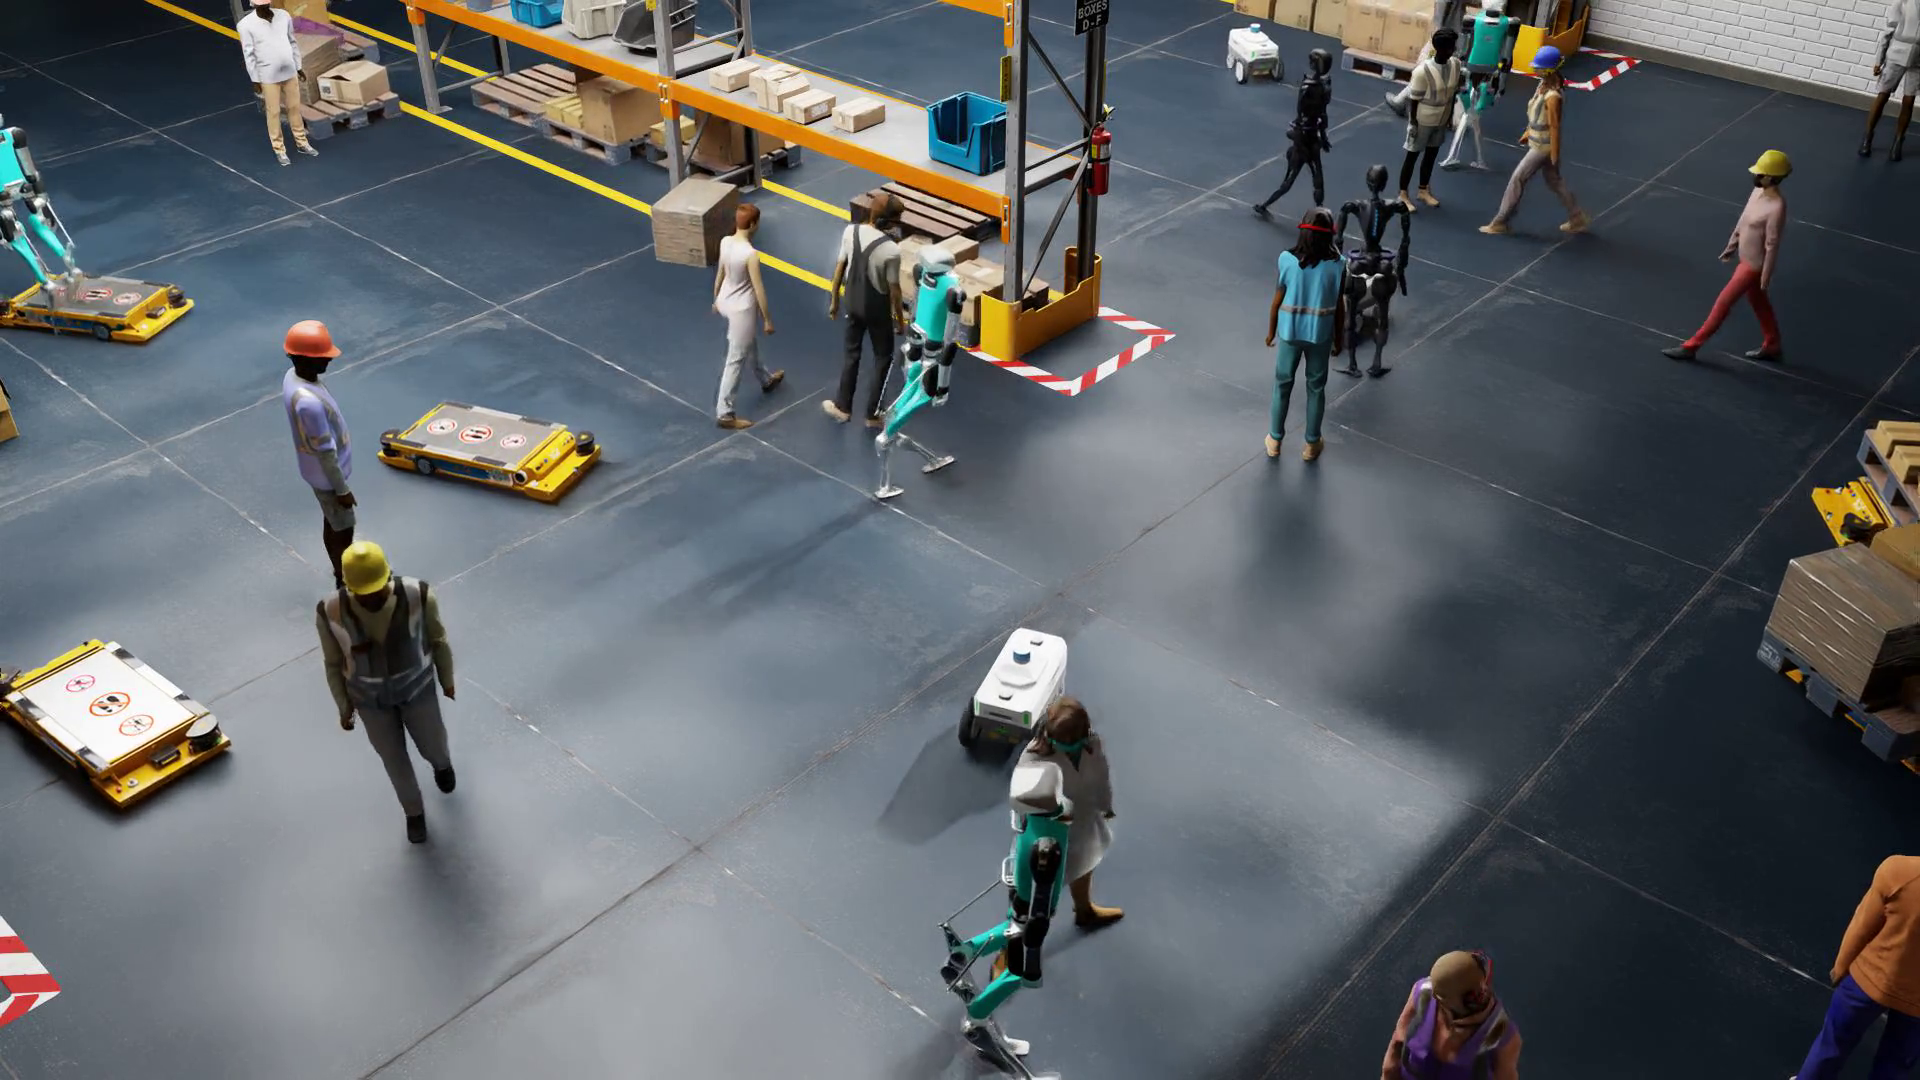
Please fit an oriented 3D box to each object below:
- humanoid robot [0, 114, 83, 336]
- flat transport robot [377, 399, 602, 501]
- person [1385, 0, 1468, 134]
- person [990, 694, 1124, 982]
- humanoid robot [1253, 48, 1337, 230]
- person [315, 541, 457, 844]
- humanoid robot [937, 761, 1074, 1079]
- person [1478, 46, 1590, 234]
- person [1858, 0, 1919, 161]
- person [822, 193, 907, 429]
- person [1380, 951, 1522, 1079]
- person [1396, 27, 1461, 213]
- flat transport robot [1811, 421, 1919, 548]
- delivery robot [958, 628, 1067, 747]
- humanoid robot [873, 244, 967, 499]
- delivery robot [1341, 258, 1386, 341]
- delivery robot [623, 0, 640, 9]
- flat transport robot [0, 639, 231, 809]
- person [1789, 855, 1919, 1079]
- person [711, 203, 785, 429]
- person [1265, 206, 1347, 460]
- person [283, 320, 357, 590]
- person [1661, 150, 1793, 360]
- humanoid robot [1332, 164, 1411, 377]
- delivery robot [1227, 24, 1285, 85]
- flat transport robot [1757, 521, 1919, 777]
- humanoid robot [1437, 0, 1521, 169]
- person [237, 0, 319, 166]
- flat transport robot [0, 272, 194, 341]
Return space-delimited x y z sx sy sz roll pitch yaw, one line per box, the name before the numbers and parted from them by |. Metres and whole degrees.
humanoid robot | -7.254 -2.417 13.091 0.761 1.862 0.530 20 39 26
flat transport robot | -3.326 -0.644 11.743 1.431 0.231 0.659 12 36 17
person | 4.856 -5.088 16.799 0.566 1.839 1.015 -19 39 -26
person | 0.506 1.319 7.696 0.786 1.640 0.344 -20 39 -26
humanoid robot | 3.066 -3.567 14.783 0.772 1.628 0.608 23 41 29
person | -2.852 0.738 8.384 0.599 1.815 0.446 -11 36 -15
humanoid robot | 0.128 1.658 7.102 0.678 1.790 0.535 1 35 2
person | 5.200 -3.467 14.573 0.946 1.734 0.486 7 35 9
person | 9.147 -4.636 16.076 0.546 1.923 0.386 15 37 20
person | -0.703 -1.634 11.834 0.714 1.810 0.369 19 39 26
person | 1.860 2.204 6.406 0.787 1.643 0.502 -29 44 -35
person | 4.263 -3.810 15.077 0.534 1.692 0.320 -18 38 -24
flat transport robot | 6.493 -0.130 10.999 1.431 0.231 0.659 4 35 5
delivery robot | 0.338 0.844 9.330 0.499 0.589 0.784 13 37 17
humanoid robot | -0.409 -1.064 11.073 0.870 1.754 0.539 -19 39 -26
delivery robot | 3.146 -1.994 13.437 0.767 0.583 0.499 -27 43 -34
delivery robot | -3.856 -6.617 20.118 0.745 0.565 0.499 14 37 20
flat transport robot | -4.820 0.982 9.388 1.431 0.231 0.659 24 41 31
person | 3.821 1.783 6.735 0.515 1.973 0.404 18 38 24
person | -1.526 -1.654 12.032 0.864 1.595 0.542 -27 43 -33
person | 2.372 -1.399 11.432 0.527 1.866 0.390 9 36 12
person | -3.757 -0.431 9.977 0.378 1.927 0.542 -17 38 -23
person | 6.018 -2.138 12.626 0.916 1.716 0.540 5 35 7
humanoid robot | 3.081 -2.018 12.499 0.591 1.648 0.343 4 35 6
delivery robot | 3.240 -5.363 18.345 0.499 0.613 0.811 -8 35 -12
flat transport robot | 5.358 0.933 9.458 0.659 0.231 1.431 -12 36 -17
humanoid robot | 4.924 -4.361 15.824 0.561 1.761 0.769 6 35 8
person | -6.579 -4.517 16.048 0.336 1.746 0.572 25 42 32
flat transport robot | -7.092 -1.909 13.577 1.431 0.231 0.659 8 35 11
